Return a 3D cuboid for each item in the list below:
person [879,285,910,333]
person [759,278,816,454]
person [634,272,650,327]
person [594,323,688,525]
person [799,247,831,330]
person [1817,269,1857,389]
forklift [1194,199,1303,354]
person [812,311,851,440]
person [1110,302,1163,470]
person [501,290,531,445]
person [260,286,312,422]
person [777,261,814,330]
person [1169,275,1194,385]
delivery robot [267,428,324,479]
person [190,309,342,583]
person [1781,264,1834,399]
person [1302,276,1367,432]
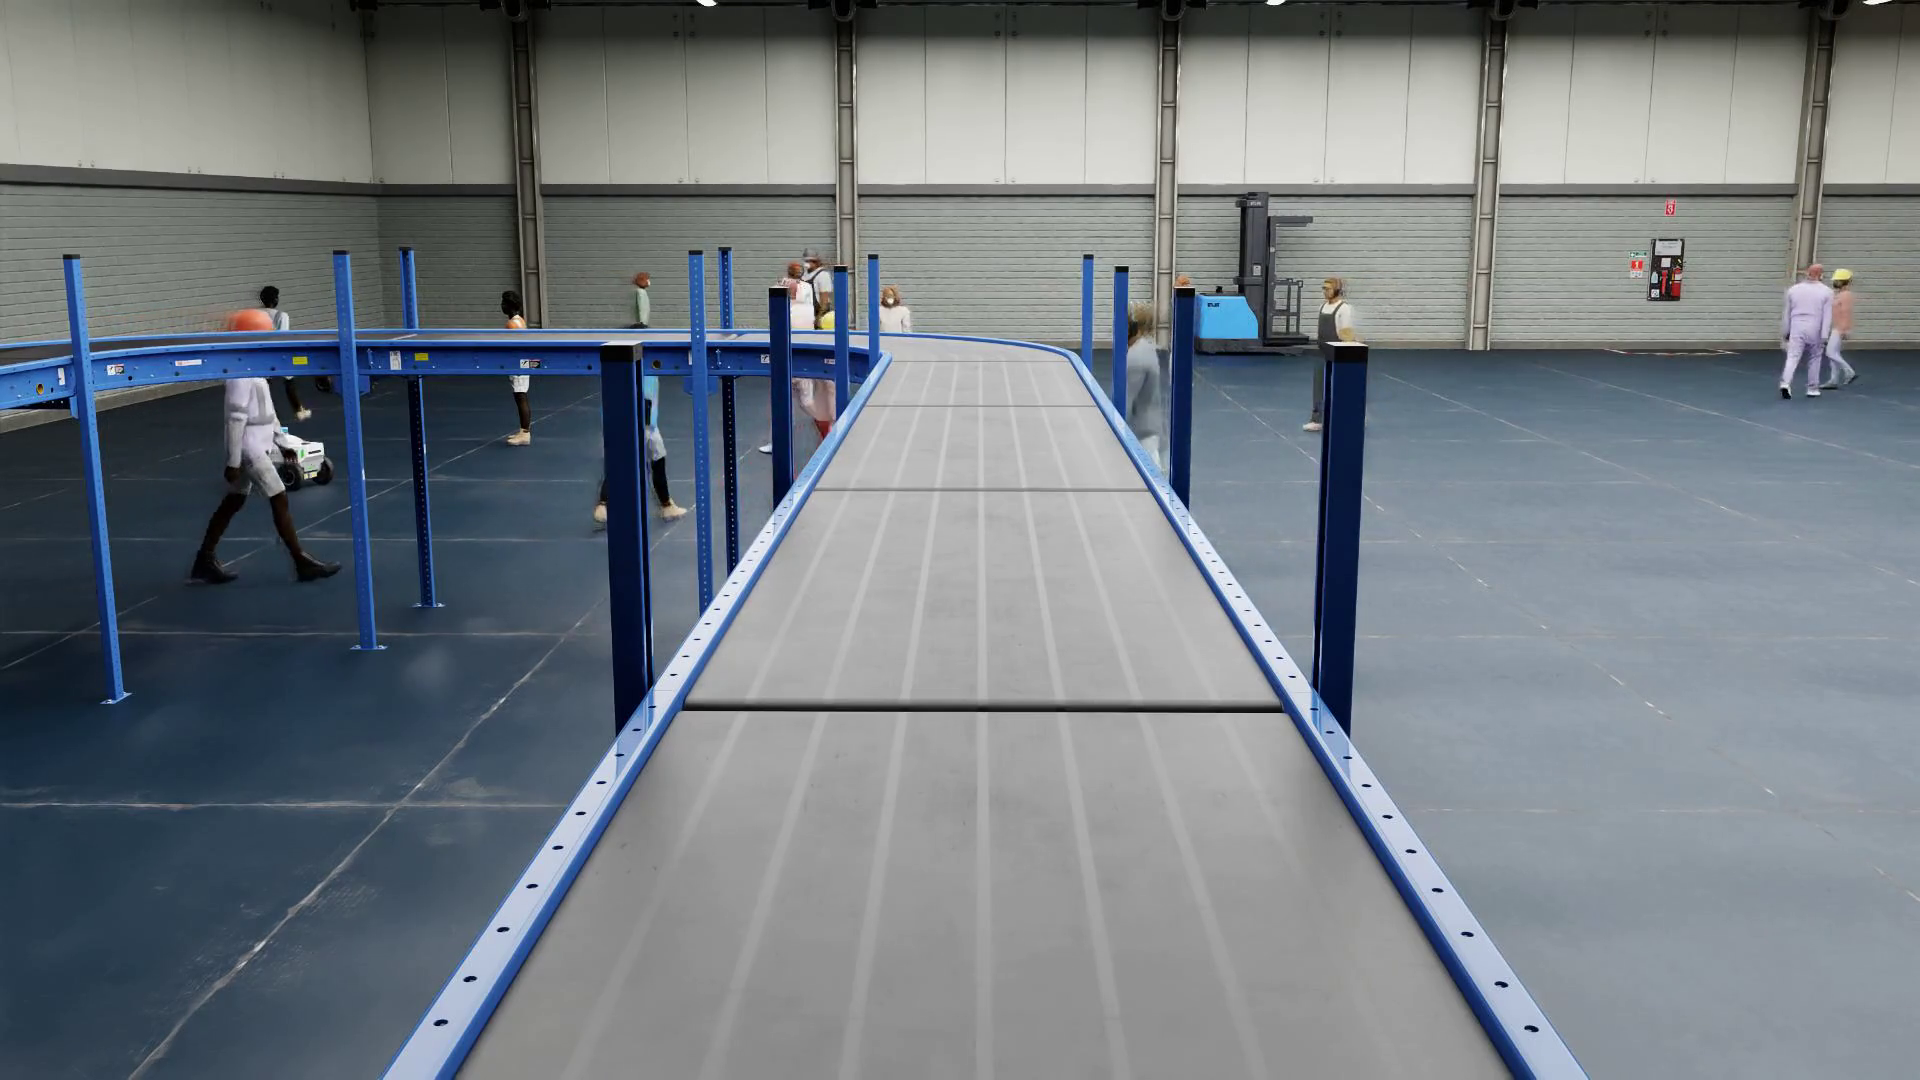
[{"bbox_3d":[-0.903,-2.546,21.904,0.511,1.610,0.627,-1,11,-3],"label":"person"},{"bbox_3d":[-1.715,-1.830,17.572,0.872,1.875,0.639,7,13,31],"label":"person"},{"bbox_3d":[-5.233,-3.574,27.192,0.550,1.620,0.504,-1,11,-8],"label":"person"},{"bbox_3d":[-2.664,-0.943,13.583,0.534,1.654,0.881,10,15,40],"label":"person"},{"bbox_3d":[-2.382,-3.552,26.087,0.682,2.000,0.705,-10,15,-42],"label":"person"},{"bbox_3d":[12.805,-3.067,24.220,0.408,1.752,0.533,4,12,18],"label":"person"},{"bbox_3d":[5.313,-4.851,30.603,1.873,2.768,1.129,0,11,1],"label":"forklift"},{"bbox_3d":[-1.103,-0.992,13.582,0.517,1.751,0.527,-2,11,-11],"label":"person"},{"bbox_3d":[1.142,-0.727,11.835,0.986,1.896,0.650,1,11,5],"label":"person"},{"bbox_3d":[-4.913,-1.906,18.406,0.321,1.697,0.529,-2,11,-9],"label":"person"},{"bbox_3d":[-8.237,-2.230,20.123,0.553,1.664,0.768,3,11,13],"label":"person"},{"bbox_3d":[-2.443,-3.145,24.343,0.577,1.869,0.506,-7,13,-33],"label":"person"},{"bbox_3d":[3.298,-3.117,24.790,0.279,1.634,0.498,-4,12,-19],"label":"person"},{"bbox_3d":[-6.338,-0.810,15.588,0.707,0.478,0.477,4,12,18],"label":"delivery robot"},{"bbox_3d":[-4.864,-0.629,11.396,0.991,1.890,0.552,-4,12,-20],"label":"person"},{"bbox_3d":[11.753,-2.902,23.120,0.649,1.867,0.972,11,15,43],"label":"person"},{"bbox_3d":[4.440,-2.200,19.611,0.809,1.823,0.513,-6,12,-27],"label":"person"}]
